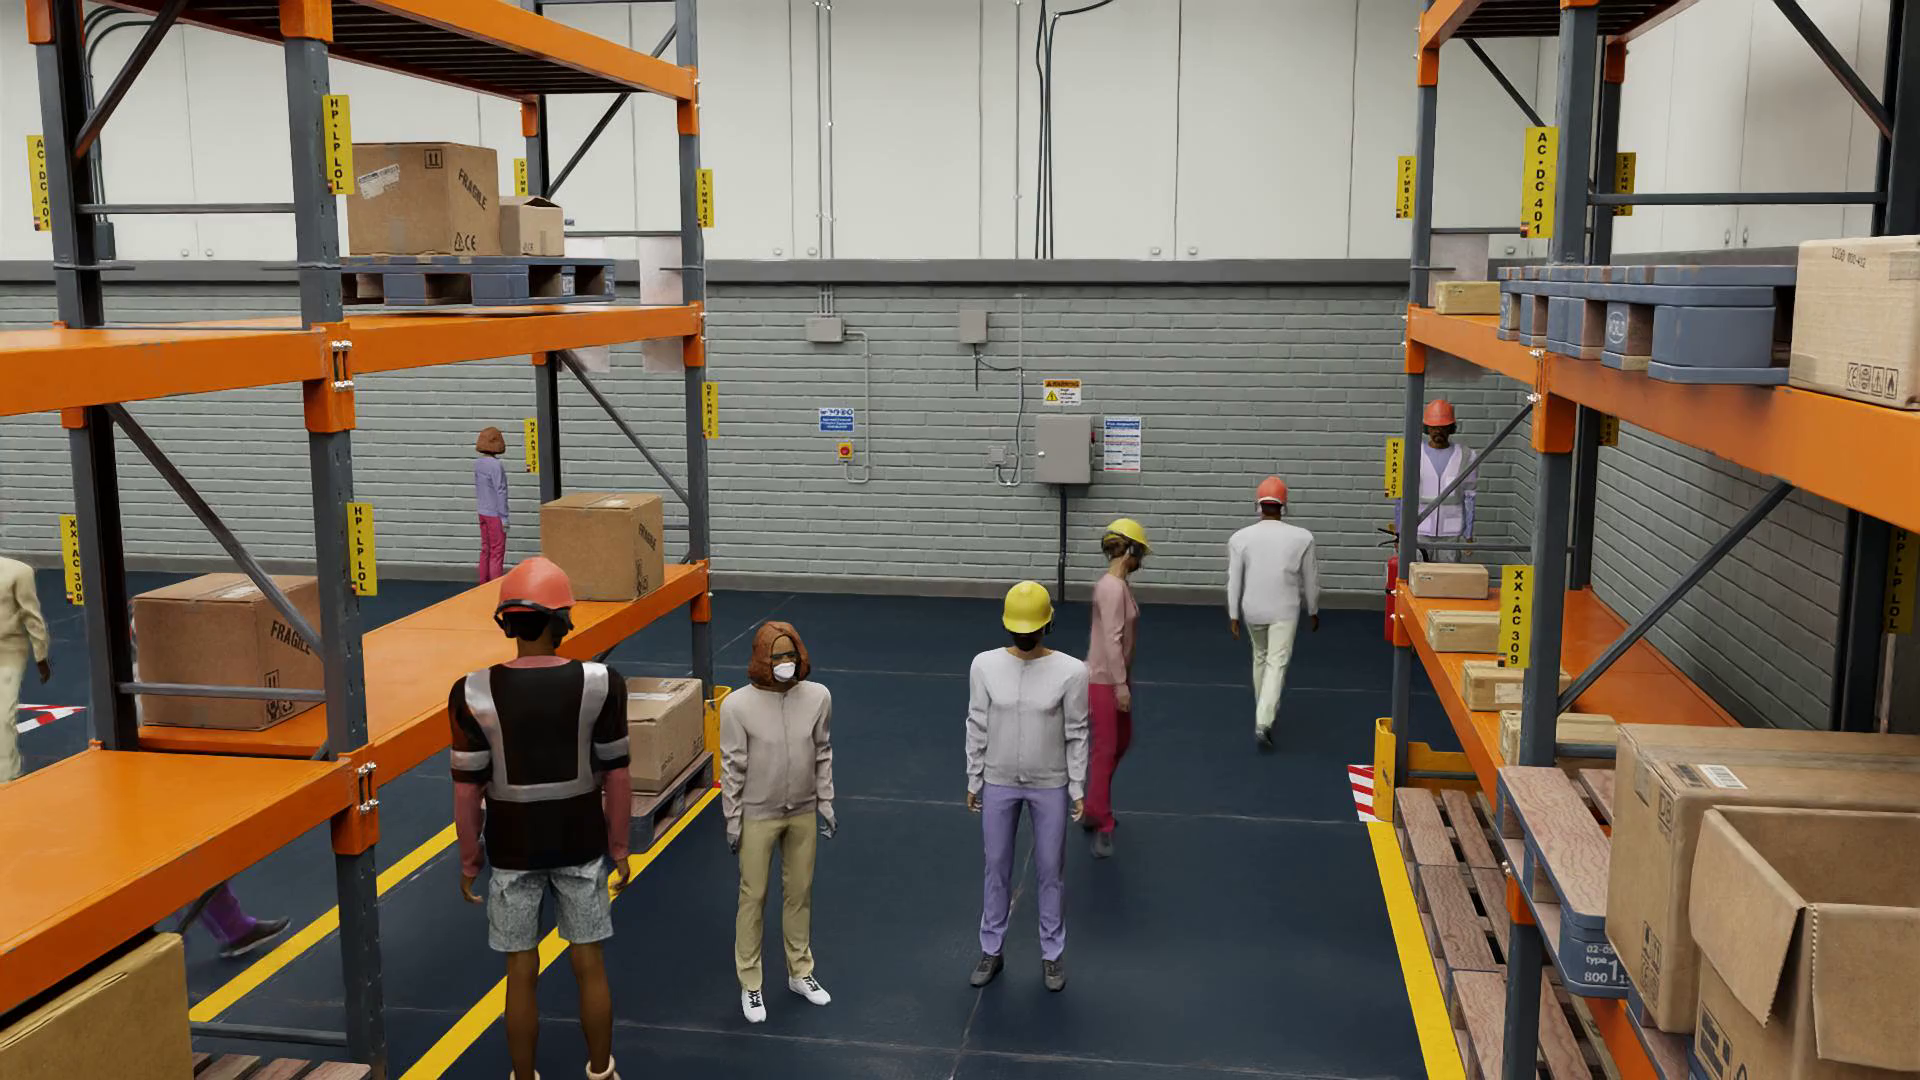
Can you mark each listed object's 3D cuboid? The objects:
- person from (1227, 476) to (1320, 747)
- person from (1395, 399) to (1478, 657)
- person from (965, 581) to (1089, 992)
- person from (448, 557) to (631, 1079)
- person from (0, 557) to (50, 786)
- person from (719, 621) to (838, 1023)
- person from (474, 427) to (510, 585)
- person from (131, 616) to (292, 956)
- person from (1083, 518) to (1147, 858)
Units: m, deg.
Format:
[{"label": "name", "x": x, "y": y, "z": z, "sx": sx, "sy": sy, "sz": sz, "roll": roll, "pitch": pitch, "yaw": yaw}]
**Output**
[{"label": "person", "x": 2.008, "y": 0.447, "z": 10.760, "sx": 0.562, "sy": 1.713, "sz": 0.892, "roll": 5, "pitch": 10, "yaw": 26}, {"label": "person", "x": 3.709, "y": -0.080, "z": 12.980, "sx": 0.614, "sy": 2.041, "sz": 0.389, "roll": 1, "pitch": 9, "yaw": 9}, {"label": "person", "x": 0.277, "y": 1.032, "z": 7.003, "sx": 0.524, "sy": 1.760, "sz": 0.326, "roll": 2, "pitch": 9, "yaw": 10}, {"label": "person", "x": -1.466, "y": 1.075, "z": 5.871, "sx": 0.609, "sy": 2.040, "sz": 0.395, "roll": -2, "pitch": 10, "yaw": -15}, {"label": "person", "x": -5.480, "y": 0.678, "z": 9.288, "sx": 0.594, "sy": 1.710, "sz": 0.870, "roll": -1, "pitch": 9, "yaw": -7}, {"label": "person", "x": -0.734, "y": 1.129, "z": 6.786, "sx": 0.501, "sy": 1.632, "sz": 0.279, "roll": -6, "pitch": 11, "yaw": -32}, {"label": "person", "x": -4.203, "y": -0.207, "z": 15.018, "sx": 0.280, "sy": 1.636, "sz": 0.502, "roll": -8, "pitch": 12, "yaw": -39}, {"label": "person", "x": -3.235, "y": 1.057, "z": 7.014, "sx": 0.853, "sy": 1.695, "sz": 0.558, "roll": -6, "pitch": 11, "yaw": -32}, {"label": "person", "x": 0.794, "y": 0.768, "z": 8.776, "sx": 0.297, "sy": 1.725, "sz": 0.681, "roll": 2, "pitch": 9, "yaw": 14}]
